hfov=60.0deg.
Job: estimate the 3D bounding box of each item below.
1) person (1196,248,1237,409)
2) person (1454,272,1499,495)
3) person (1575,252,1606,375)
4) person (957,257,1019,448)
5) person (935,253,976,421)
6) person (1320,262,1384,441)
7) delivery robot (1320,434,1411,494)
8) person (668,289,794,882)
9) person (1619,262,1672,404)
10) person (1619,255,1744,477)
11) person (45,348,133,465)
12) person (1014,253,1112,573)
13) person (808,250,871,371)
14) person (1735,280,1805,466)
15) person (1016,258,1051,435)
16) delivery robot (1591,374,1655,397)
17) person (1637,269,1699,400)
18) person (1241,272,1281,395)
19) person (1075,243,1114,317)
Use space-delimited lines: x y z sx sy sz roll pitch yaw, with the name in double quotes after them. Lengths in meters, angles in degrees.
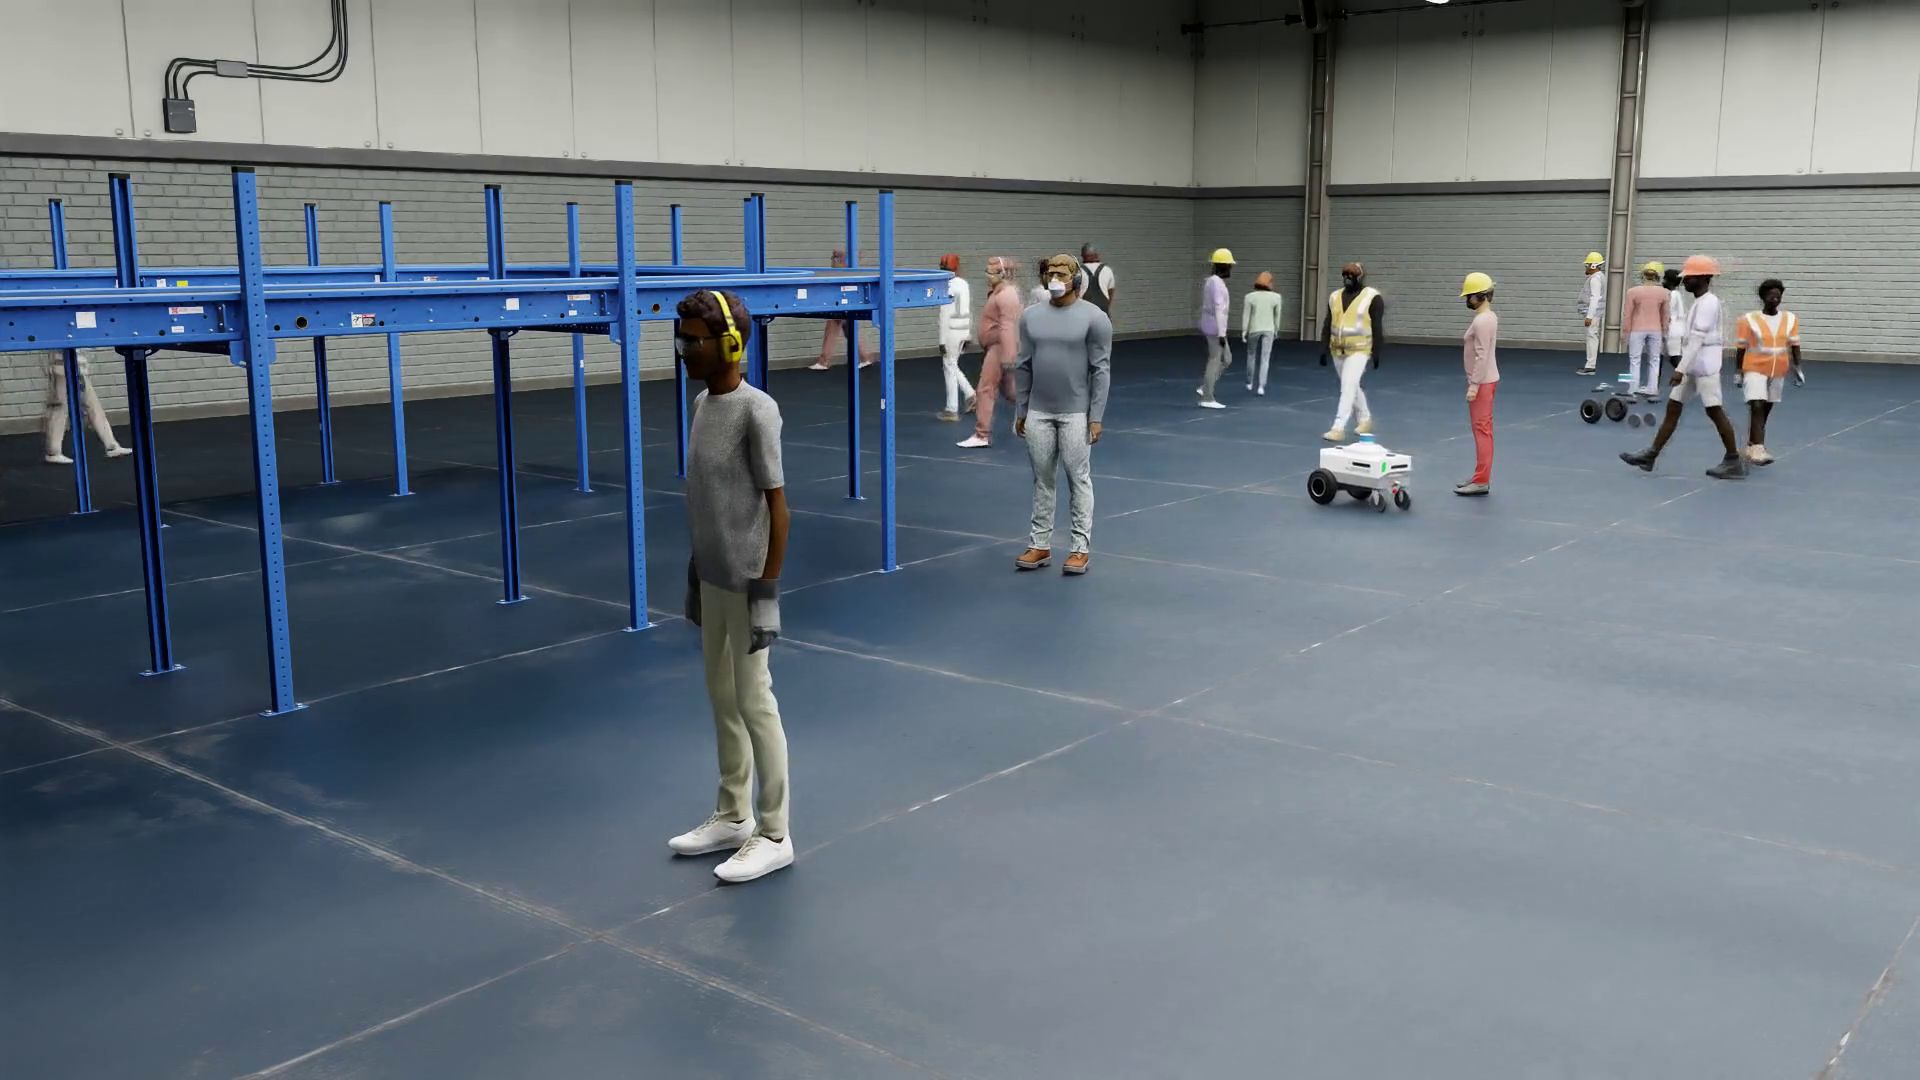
3.091 -2.530 19.981 0.436 1.914 0.602 1 10 5 "person"
4.128 -1.246 13.281 0.328 1.762 0.522 4 11 23 "person"
9.524 -3.417 25.110 0.404 1.833 0.590 4 11 23 "person"
0.461 -1.828 16.242 0.907 1.867 0.659 0 10 1 "person"
-0.065 -2.282 18.711 0.448 1.871 0.608 5 11 25 "person"
4.030 -1.950 17.084 0.948 1.801 0.638 -9 14 -41 "person"
3.102 -0.572 12.746 0.477 0.478 0.707 -7 12 -33 "delivery robot"
-0.731 0.145 5.293 0.309 1.861 0.534 -7 13 -35 "person"
8.487 -2.556 20.611 0.590 1.741 0.314 2 10 11 "person"
6.285 -1.486 14.270 1.016 1.883 0.563 2 10 12 "person"
-7.947 -1.490 15.059 0.805 1.599 0.545 -3 11 -15 "person"
0.613 -0.773 10.166 0.631 1.940 0.372 6 12 29 "person"
-1.849 -3.566 25.868 0.963 1.863 0.658 4 11 20 "person"
7.243 -1.483 14.851 0.547 1.655 0.828 0 10 -1 "person"
0.989 -2.003 17.288 0.881 1.827 0.535 0 10 -1 "person"
7.336 -1.722 18.396 0.335 0.223 0.698 -6 12 -29 "delivery robot"
9.092 -2.614 21.137 0.832 1.663 0.526 6 12 30 "person"
3.973 -2.732 21.993 0.511 1.582 0.862 1 10 6 "person"
1.962 -3.464 24.912 0.687 2.000 1.082 -1 10 -8 "person"
